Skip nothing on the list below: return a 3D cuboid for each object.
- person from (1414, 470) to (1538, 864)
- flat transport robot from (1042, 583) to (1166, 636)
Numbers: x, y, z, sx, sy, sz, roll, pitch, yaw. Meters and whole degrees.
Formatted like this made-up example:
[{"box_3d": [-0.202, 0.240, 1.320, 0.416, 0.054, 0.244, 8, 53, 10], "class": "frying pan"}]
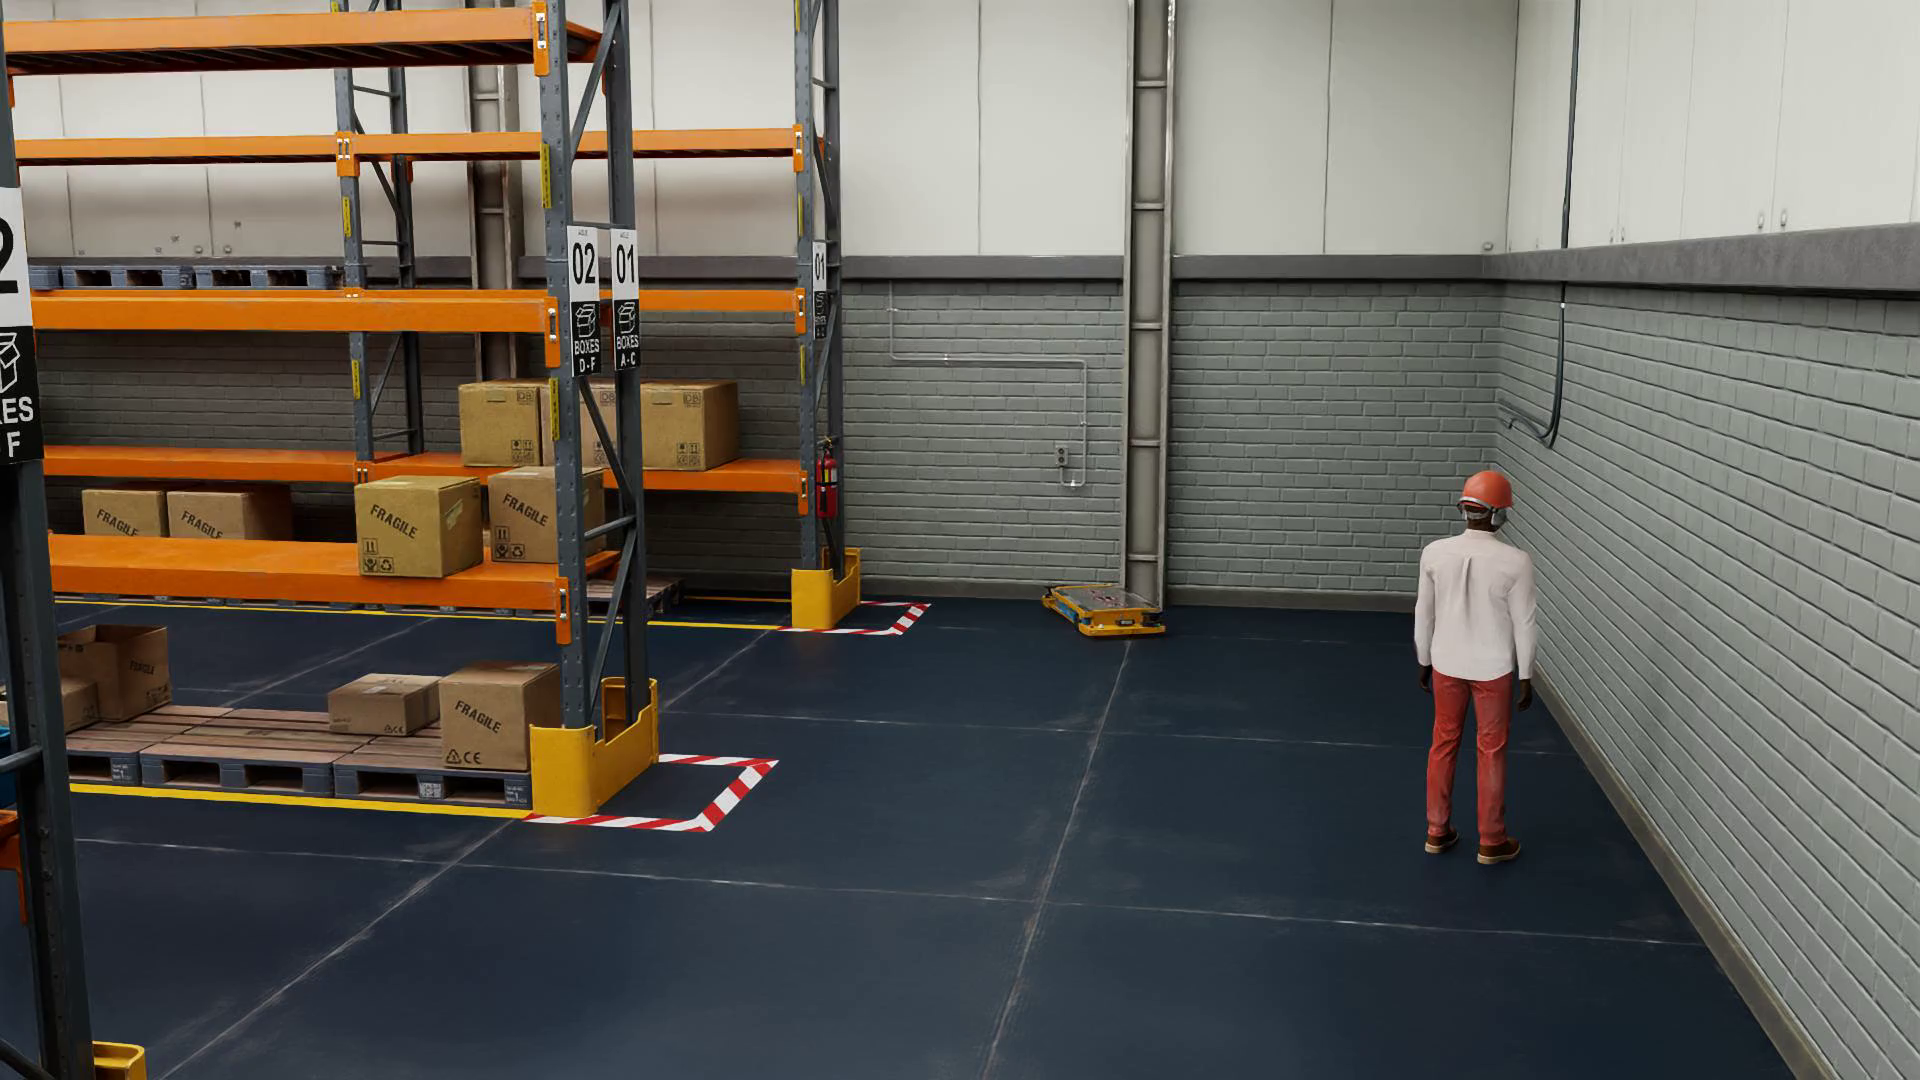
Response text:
[{"box_3d": [2.626, 0.639, 8.460, 0.623, 1.992, 0.391, 7, 12, 39], "class": "person"}, {"box_3d": [1.206, 0.576, 14.185, 0.652, 0.197, 1.431, -2, 9, -13], "class": "flat transport robot"}]
